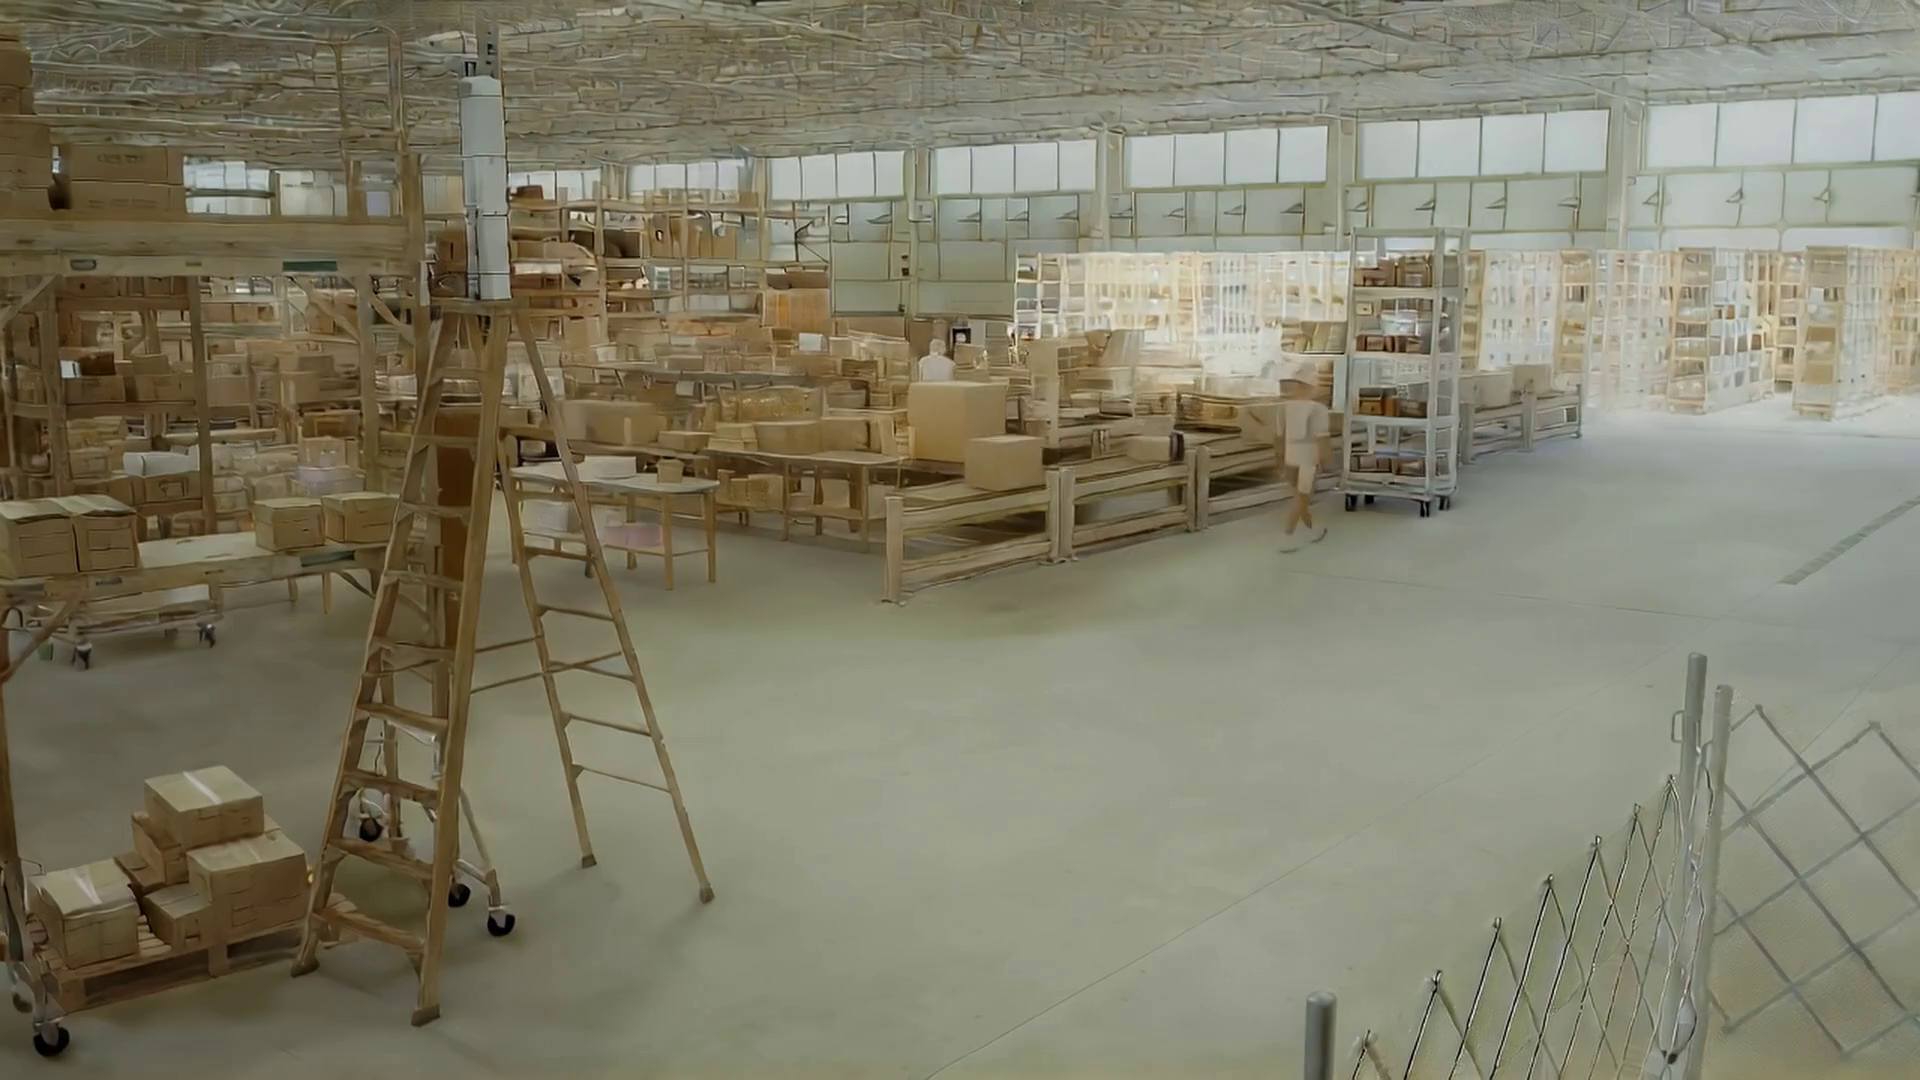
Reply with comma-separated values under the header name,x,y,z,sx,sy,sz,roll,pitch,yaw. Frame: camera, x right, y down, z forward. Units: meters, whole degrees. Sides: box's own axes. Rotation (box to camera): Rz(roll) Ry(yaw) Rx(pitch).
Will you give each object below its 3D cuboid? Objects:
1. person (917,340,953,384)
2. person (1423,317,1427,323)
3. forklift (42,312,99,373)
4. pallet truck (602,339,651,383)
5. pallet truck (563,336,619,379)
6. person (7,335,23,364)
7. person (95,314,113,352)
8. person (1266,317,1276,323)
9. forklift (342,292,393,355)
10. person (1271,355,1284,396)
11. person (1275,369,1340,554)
name,x,y,z,sx,sy,sz,roll,pitch,yaw
person,-0.420,-2.509,28.772,0.636,1.899,0.399,1,9,5
person,13.141,-5.393,46.951,0.603,1.830,0.404,1,9,5
forklift,-23.779,-5.451,44.052,1.873,2.768,1.129,7,11,36
pallet truck,-8.991,-4.871,45.351,0.653,1.274,1.630,7,11,37
pallet truck,-10.690,-5.294,48.215,1.601,1.201,0.680,-5,10,-26
person,-22.415,-4.081,39.542,0.501,1.579,0.896,3,9,16
person,-28.376,-6.639,55.151,0.533,1.697,0.319,-8,12,-41
person,9.228,-5.787,48.899,0.609,1.996,0.383,-4,10,-25
forklift,-16.485,-5.622,45.120,1.129,2.768,1.873,7,11,37
person,7.191,-3.833,37.456,0.371,1.751,0.551,7,12,39
person,3.815,-0.869,18.220,1.050,1.984,0.617,-8,12,-42
